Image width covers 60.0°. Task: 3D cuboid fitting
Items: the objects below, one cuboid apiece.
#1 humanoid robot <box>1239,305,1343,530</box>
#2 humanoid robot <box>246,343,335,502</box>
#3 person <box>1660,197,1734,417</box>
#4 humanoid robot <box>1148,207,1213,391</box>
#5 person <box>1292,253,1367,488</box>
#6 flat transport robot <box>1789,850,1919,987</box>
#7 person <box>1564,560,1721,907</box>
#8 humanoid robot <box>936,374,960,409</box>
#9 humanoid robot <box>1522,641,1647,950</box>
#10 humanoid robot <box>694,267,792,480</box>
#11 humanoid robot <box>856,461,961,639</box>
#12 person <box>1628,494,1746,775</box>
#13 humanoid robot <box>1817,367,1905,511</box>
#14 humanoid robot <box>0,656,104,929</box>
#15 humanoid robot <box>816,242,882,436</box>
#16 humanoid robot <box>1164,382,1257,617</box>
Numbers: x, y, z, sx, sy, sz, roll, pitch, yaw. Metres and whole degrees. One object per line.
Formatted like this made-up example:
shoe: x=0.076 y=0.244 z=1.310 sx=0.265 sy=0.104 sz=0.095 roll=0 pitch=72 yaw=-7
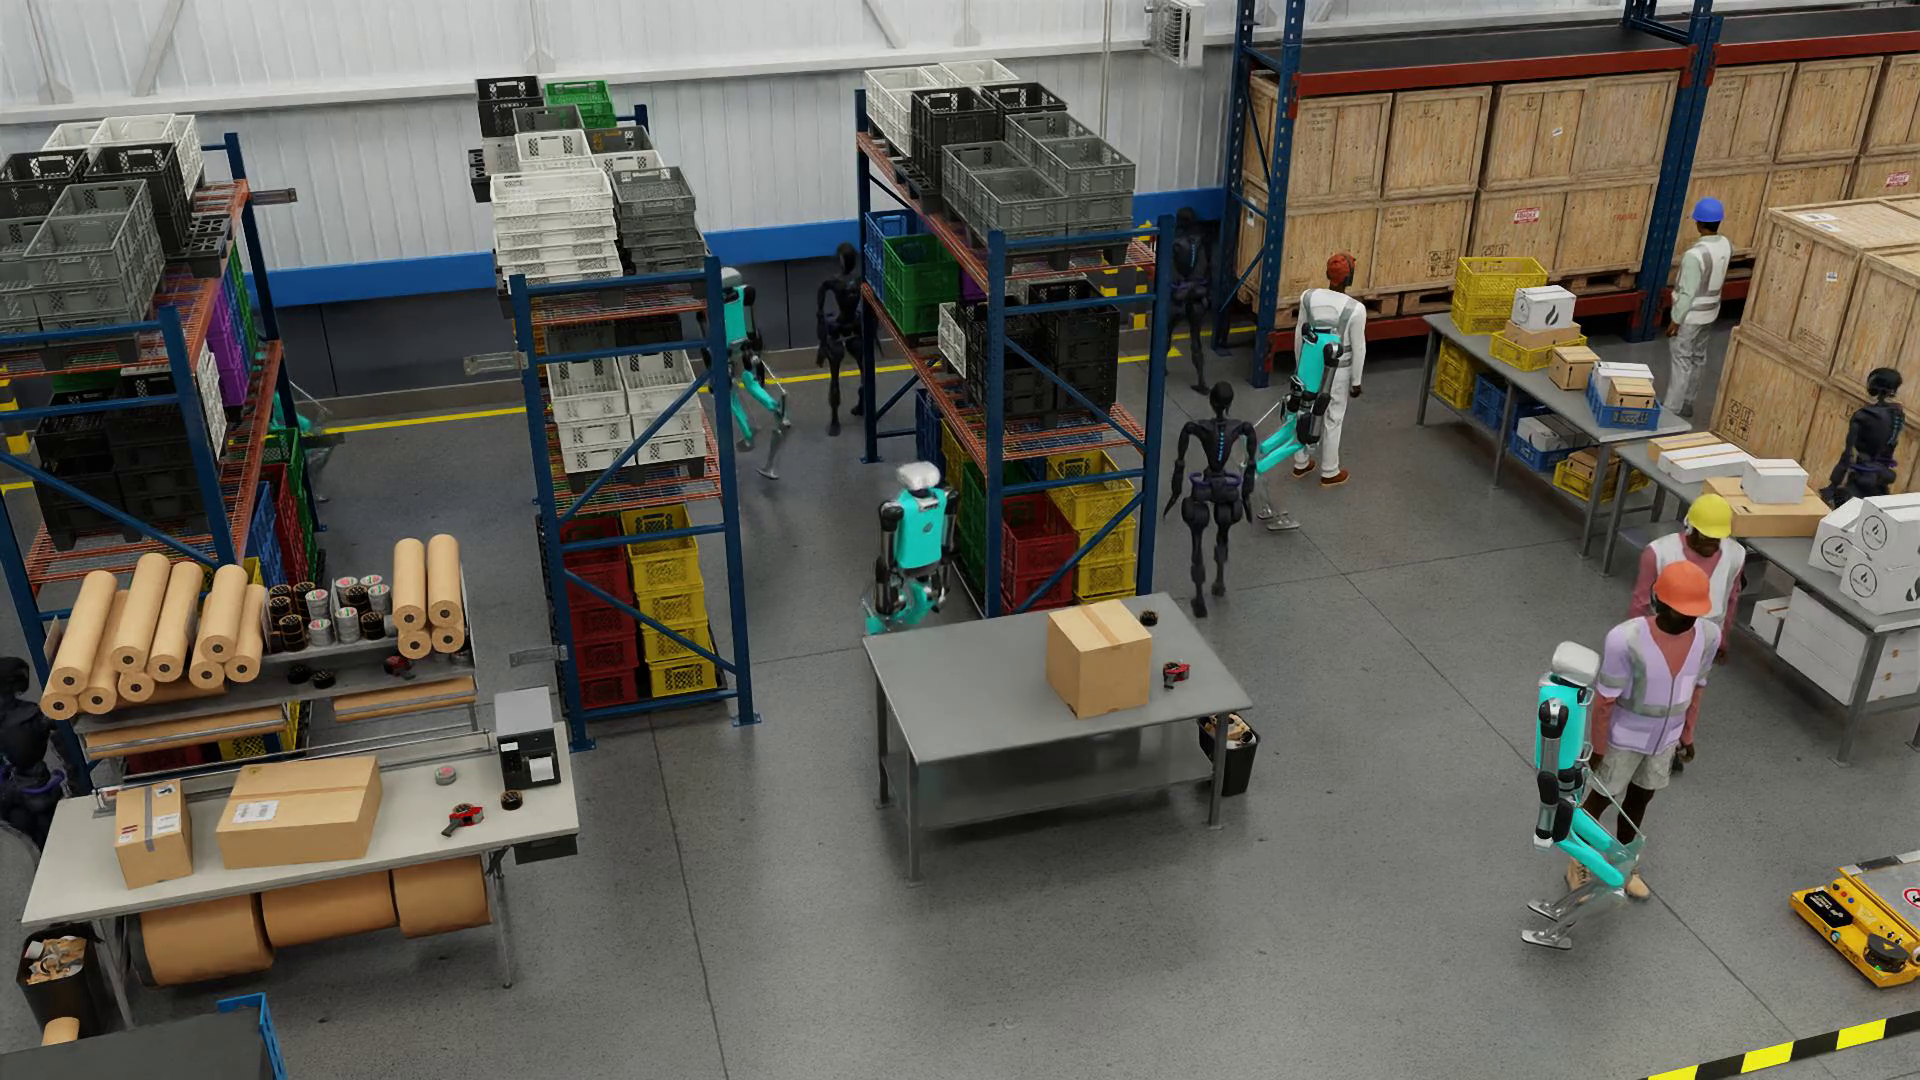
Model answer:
humanoid robot: x=2.339 y=-0.871 z=12.120 sx=0.734 sy=1.690 sz=0.531 roll=-5 pitch=29 yaw=-10
humanoid robot: x=-5.070 y=-0.996 z=12.543 sx=0.812 sy=1.846 sz=0.547 roll=-2 pitch=29 yaw=-3
person: x=6.103 y=-1.894 z=13.869 sx=0.603 sy=1.944 sz=0.399 roll=-22 pitch=36 yaw=-34
humanoid robot: x=1.980 y=-2.135 z=14.639 sx=0.613 sy=1.623 sz=0.795 roll=-12 pitch=31 yaw=-21
person: x=2.853 y=-1.308 z=12.865 sx=0.583 sy=1.882 sz=0.345 roll=23 pitch=36 yaw=36
flat transport robot: x=5.163 y=1.916 z=8.676 sx=1.431 sy=0.231 sz=0.659 roll=-8 pitch=30 yaw=-14
person: x=3.506 y=1.000 z=8.501 sx=0.607 sy=2.044 sz=0.389 roll=-5 pitch=29 yaw=-9
humanoid robot: x=0.012 y=-1.806 z=14.005 sx=0.799 sy=1.843 sz=0.570 roll=5 pitch=29 yaw=8
humanoid robot: x=3.100 y=1.304 z=8.121 sx=0.735 sy=1.681 sz=0.533 roll=15 pitch=32 yaw=25
humanoid robot: x=-1.646 y=-1.212 z=12.844 sx=0.547 sy=1.731 sz=1.015 roll=-24 pitch=37 yaw=-36
humanoid robot: x=-0.405 y=0.287 z=10.216 sx=0.548 sy=1.874 sz=0.823 roll=-18 pitch=34 yaw=-30
person: x=4.126 y=0.547 z=9.544 sx=0.599 sy=1.827 sz=0.404 roll=0 pitch=29 yaw=0
humanoid robot: x=6.189 y=-0.381 z=11.396 sx=0.602 sy=1.635 sz=0.388 roll=-14 pitch=32 yaw=-24
humanoid robot: x=-4.611 y=1.285 z=8.350 sx=0.605 sy=1.644 sz=0.398 roll=8 pitch=30 yaw=14
humanoid robot: x=-0.948 y=-1.690 z=13.769 sx=0.585 sy=1.640 sz=0.387 roll=-16 pitch=33 yaw=-27
humanoid robot: x=1.687 y=-0.284 z=11.215 sx=0.602 sy=1.652 sz=0.404 roll=-1 pitch=29 yaw=-1
